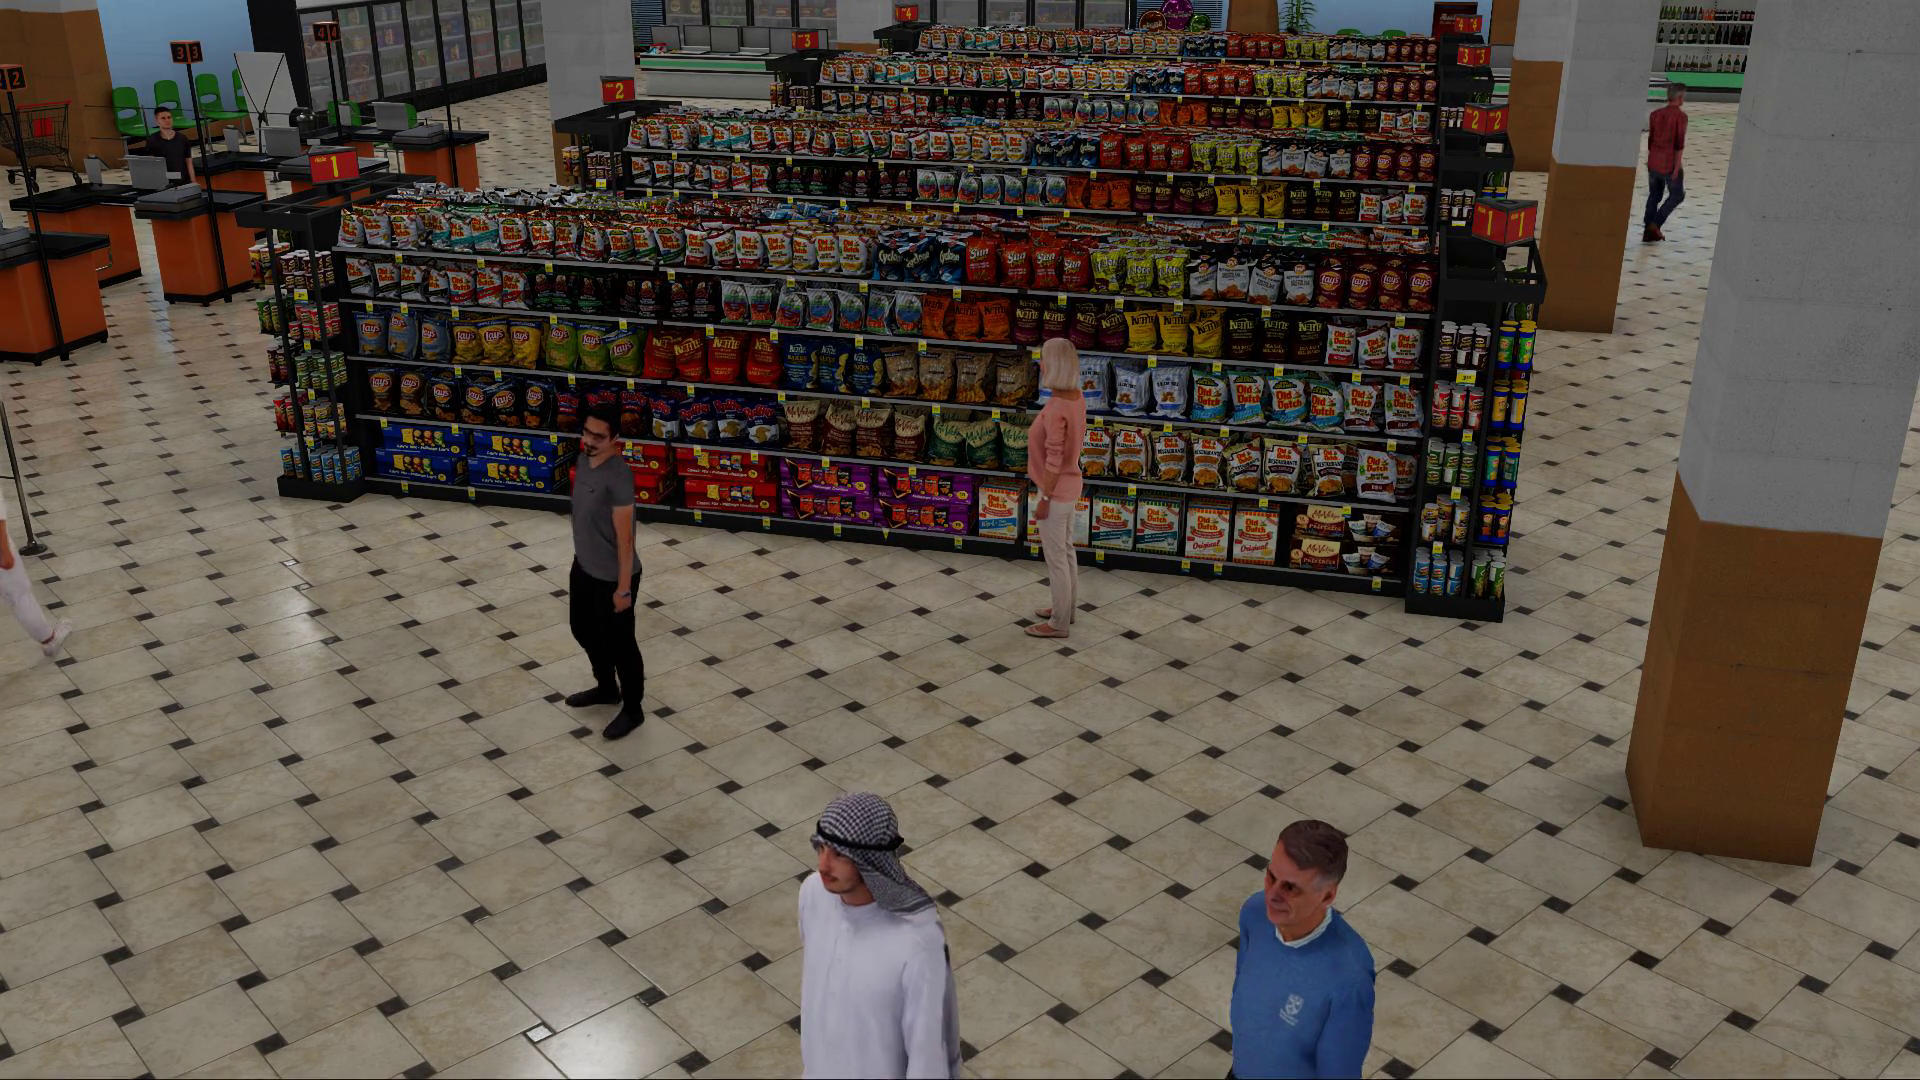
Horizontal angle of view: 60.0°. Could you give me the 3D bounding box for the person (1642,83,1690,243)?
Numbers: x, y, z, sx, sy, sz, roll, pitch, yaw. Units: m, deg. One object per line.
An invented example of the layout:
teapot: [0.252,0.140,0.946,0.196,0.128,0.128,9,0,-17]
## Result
person: [8.076,-4.334,19.221,0.904,1.815,0.851,-11,24,-25]

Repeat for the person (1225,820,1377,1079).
person: [0.993,1.529,4.659,0.980,1.793,0.928,-15,26,-32]

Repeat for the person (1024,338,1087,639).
person: [0.549,-0.291,9.279,0.514,1.725,0.596,6,23,15]

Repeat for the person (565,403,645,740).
person: [-1.738,0.139,8.192,0.858,1.739,0.711,-11,25,-26]

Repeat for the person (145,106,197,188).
person: [-8.399,-3.738,17.805,0.691,1.764,0.709,17,27,36]

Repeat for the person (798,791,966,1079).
person: [-0.179,1.499,4.589,1.147,1.900,1.037,16,27,34]
